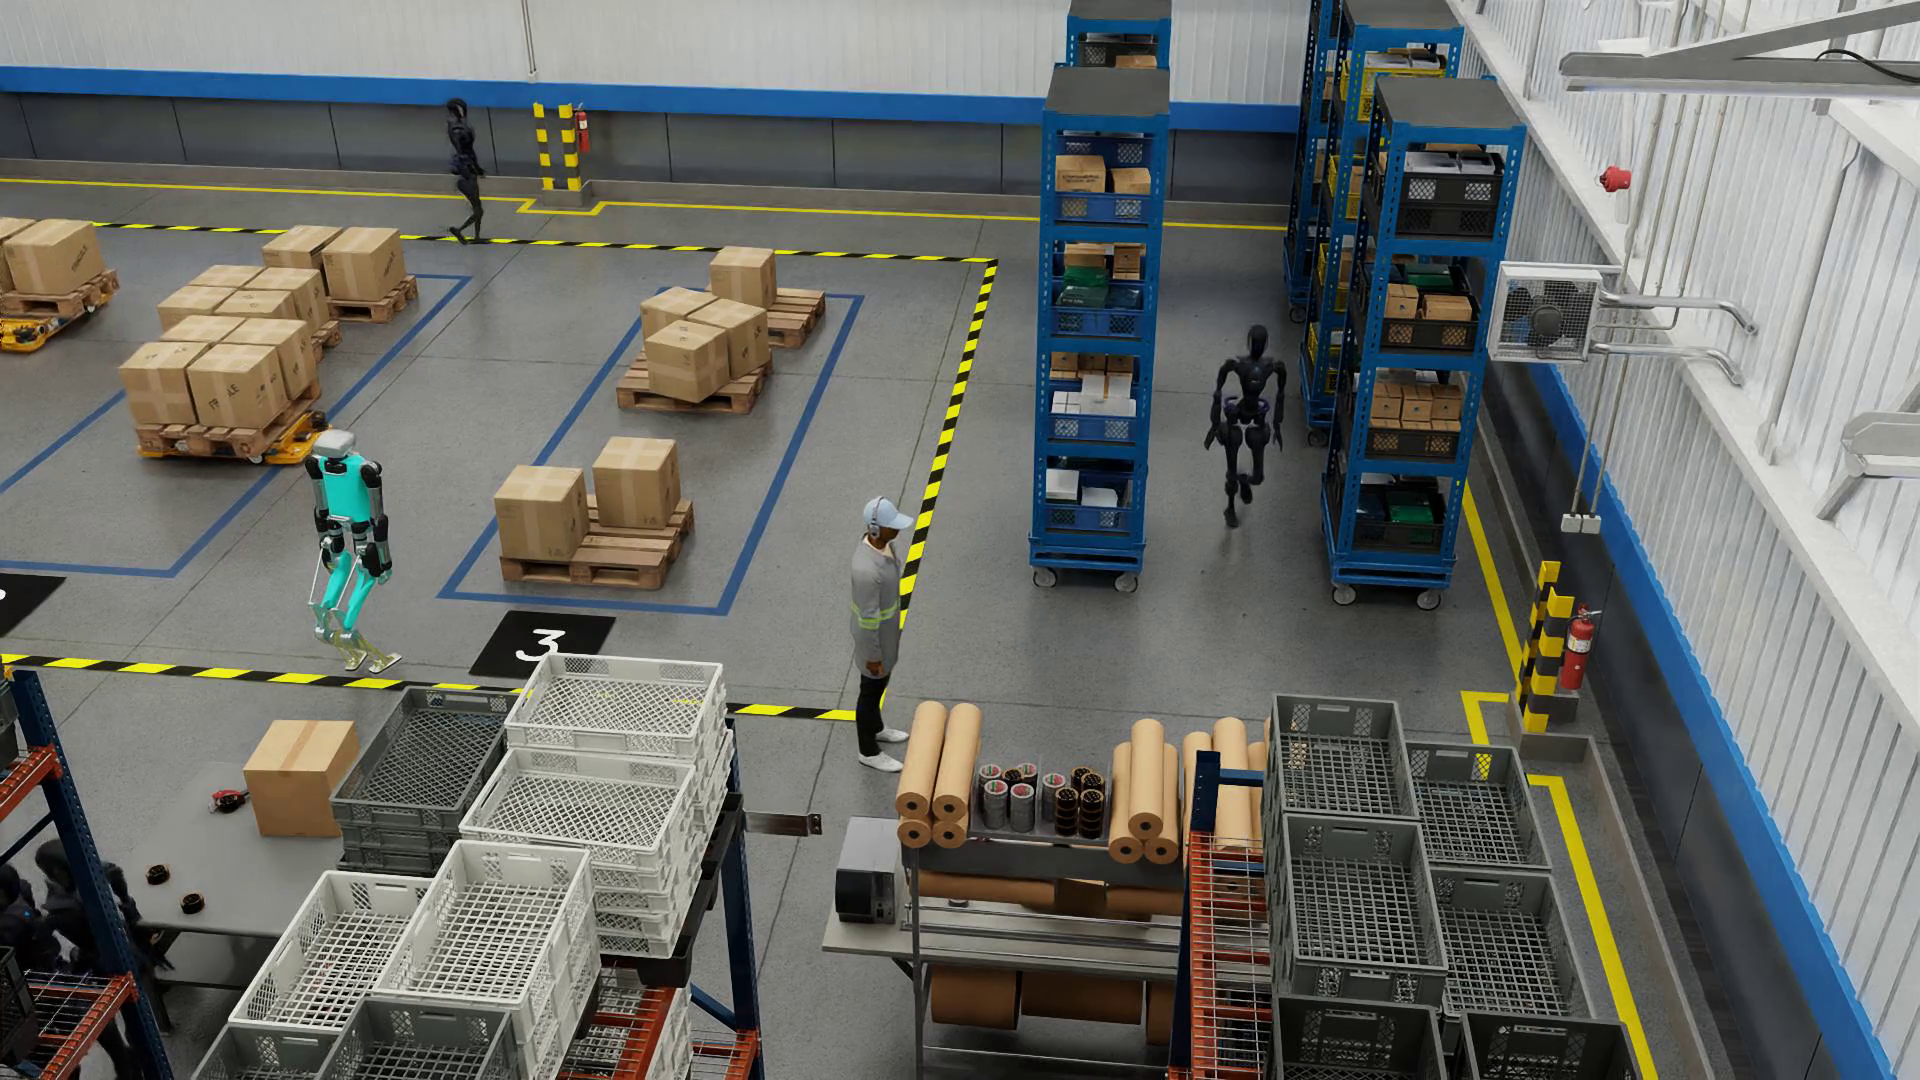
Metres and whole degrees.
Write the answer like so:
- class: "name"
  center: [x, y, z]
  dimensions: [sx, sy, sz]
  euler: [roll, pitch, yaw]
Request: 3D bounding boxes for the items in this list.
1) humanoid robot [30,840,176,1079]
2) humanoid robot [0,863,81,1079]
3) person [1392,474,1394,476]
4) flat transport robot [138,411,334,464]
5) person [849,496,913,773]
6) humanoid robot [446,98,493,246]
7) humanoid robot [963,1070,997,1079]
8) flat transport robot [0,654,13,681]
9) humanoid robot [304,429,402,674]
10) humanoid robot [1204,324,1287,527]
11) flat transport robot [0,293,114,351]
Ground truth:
- class: "humanoid robot"
  center: [-3.976, 2.046, 7.760]
  dimensions: [0.331, 1.652, 0.589]
  euler: [9, 31, 14]
- class: "humanoid robot"
  center: [-4.224, 2.108, 7.647]
  dimensions: [0.353, 1.656, 0.612]
  euler: [-5, 31, -8]
- class: "person"
  center: [3.422, -1.122, 12.955]
  dimensions: [0.385, 1.931, 0.628]
  euler: [-9, 31, -15]
- class: "flat transport robot"
  center: [-6.190, -0.914, 14.215]
  dimensions: [1.431, 0.197, 0.652]
  euler: [3, 30, 6]
- class: "person"
  center: [-0.470, 0.554, 10.149]
  dimensions: [0.401, 1.851, 0.590]
  euler: [4, 30, 6]
- class: "humanoid robot"
  center: [-5.404, -4.023, 18.183]
  dimensions: [0.404, 1.651, 0.599]
  euler: [-2, 30, -4]
- class: "humanoid robot"
  center: [0.107, 2.767, 6.541]
  dimensions: [0.619, 1.641, 0.589]
  euler: [11, 32, 18]
- class: "flat transport robot"
  center: [-7.142, 0.969, 11.010]
  dimensions: [1.431, 0.231, 0.659]
  euler: [3, 30, 6]
- class: "humanoid robot"
  center: [-4.040, 0.160, 10.802]
  dimensions: [0.533, 1.681, 0.735]
  euler: [9, 31, 15]
- class: "humanoid robot"
  center: [2.192, -0.926, 12.867]
  dimensions: [0.608, 1.636, 0.477]
  euler: [-1, 30, -2]
- class: "flat transport robot"
  center: [-9.131, -2.265, 16.535]
  dimensions: [0.652, 0.197, 1.431]
  euler: [3, 30, 6]
